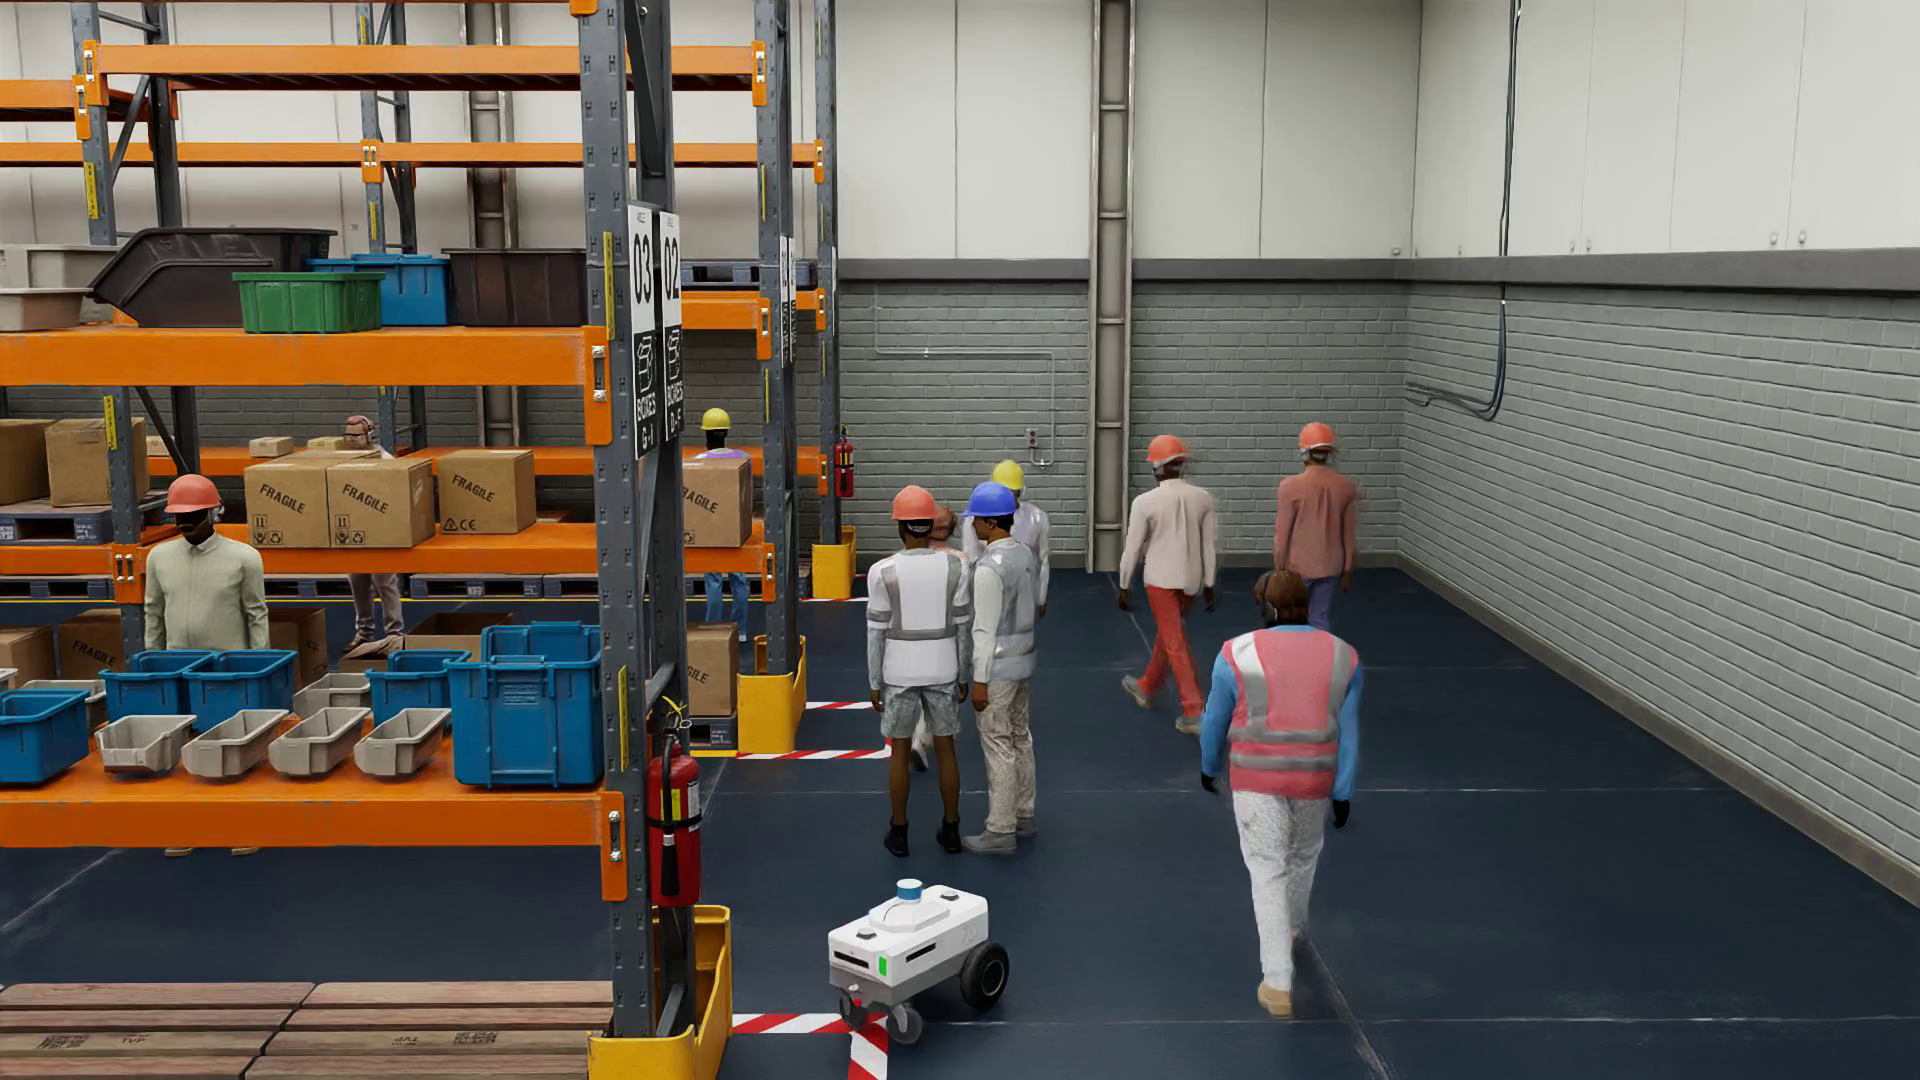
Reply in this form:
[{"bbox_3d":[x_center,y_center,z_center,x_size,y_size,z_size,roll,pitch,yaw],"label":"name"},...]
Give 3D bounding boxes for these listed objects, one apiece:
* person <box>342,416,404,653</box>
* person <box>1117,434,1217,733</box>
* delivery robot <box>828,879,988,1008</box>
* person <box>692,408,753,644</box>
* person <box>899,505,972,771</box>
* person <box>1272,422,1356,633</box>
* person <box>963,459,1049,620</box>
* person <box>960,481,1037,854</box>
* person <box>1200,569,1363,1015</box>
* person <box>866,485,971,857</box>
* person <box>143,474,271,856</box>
[{"bbox_3d":[-4.668,-0.031,13.072,0.635,1.899,0.400,4,10,25],"label":"person"},{"bbox_3d":[1.371,0.270,11.092,0.632,1.934,1.087,-5,10,-26],"label":"person"},{"bbox_3d":[-0.206,1.620,6.747,0.477,0.478,0.707,8,12,38],"label":"delivery robot"},{"bbox_3d":[-1.930,-0.094,13.346,0.587,1.927,0.363,-8,12,-40],"label":"person"},{"bbox_3d":[-0.175,0.578,10.218,0.527,1.599,0.791,5,10,26],"label":"person"},{"bbox_3d":[2.460,0.183,11.478,0.630,1.983,0.542,-3,10,-19],"label":"person"},{"bbox_3d":[0.298,0.331,11.166,0.595,1.799,0.837,0,9,-1],"label":"person"},{"bbox_3d":[0.203,0.656,8.711,0.409,1.938,0.607,4,10,23],"label":"person"},{"bbox_3d":[1.339,1.008,7.028,0.624,1.787,0.928,-1,9,-6],"label":"person"},{"bbox_3d":[-0.219,0.680,8.613,0.548,1.929,0.387,-2,9,-11],"label":"person"},{"bbox_3d":[-3.890,0.647,8.593,0.622,1.995,0.379,0,9,-3],"label":"person"}]
